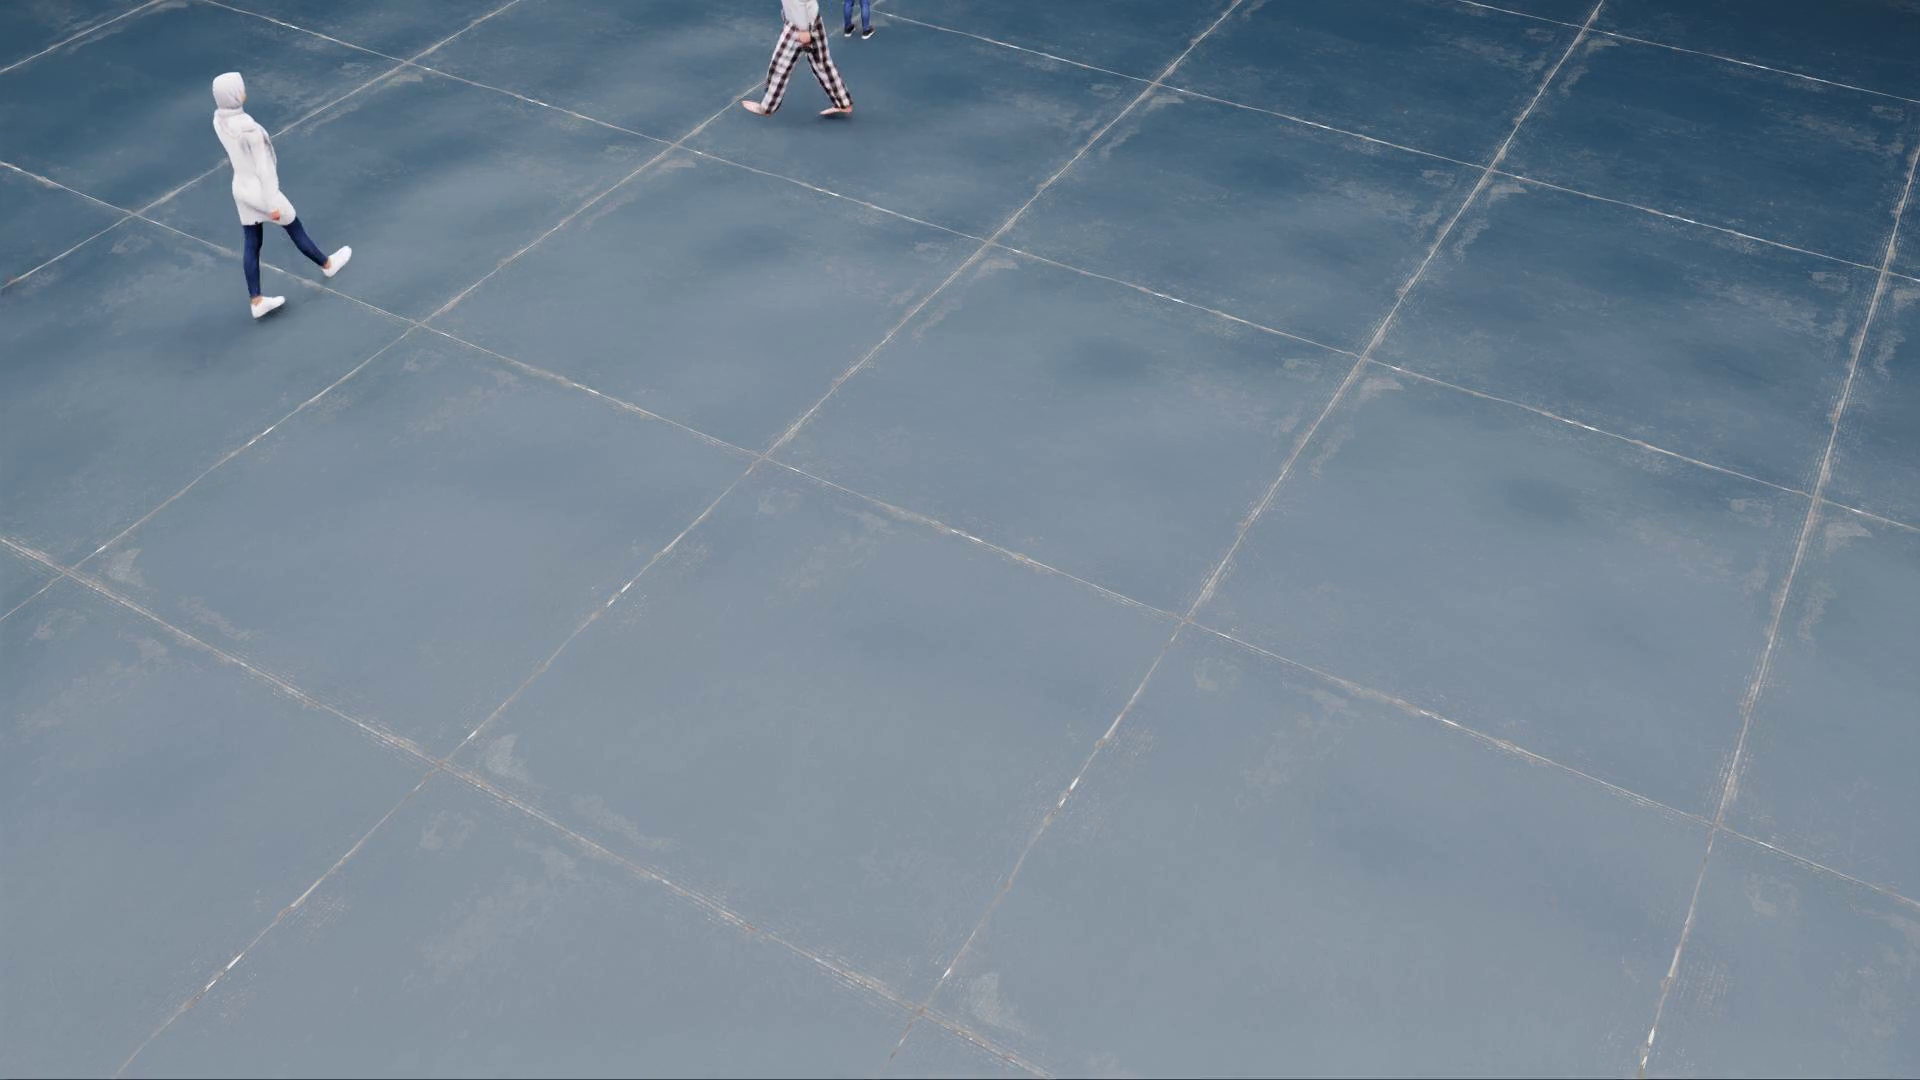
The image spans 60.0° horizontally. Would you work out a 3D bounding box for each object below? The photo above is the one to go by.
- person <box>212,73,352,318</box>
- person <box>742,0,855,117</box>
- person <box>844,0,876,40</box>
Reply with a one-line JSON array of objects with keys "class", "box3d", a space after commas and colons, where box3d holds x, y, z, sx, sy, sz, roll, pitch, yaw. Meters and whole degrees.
[{"class": "person", "box3d": [-4.926, -2.339, 11.513, 0.674, 1.733, 1.110, 24, 48, 24]}, {"class": "person", "box3d": [-1.203, -4.252, 13.570, 1.044, 1.800, 1.196, 3, 42, 4]}, {"class": "person", "box3d": [-0.936, -5.094, 15.009, 0.490, 1.112, 0.524, 11, 43, 12]}]
